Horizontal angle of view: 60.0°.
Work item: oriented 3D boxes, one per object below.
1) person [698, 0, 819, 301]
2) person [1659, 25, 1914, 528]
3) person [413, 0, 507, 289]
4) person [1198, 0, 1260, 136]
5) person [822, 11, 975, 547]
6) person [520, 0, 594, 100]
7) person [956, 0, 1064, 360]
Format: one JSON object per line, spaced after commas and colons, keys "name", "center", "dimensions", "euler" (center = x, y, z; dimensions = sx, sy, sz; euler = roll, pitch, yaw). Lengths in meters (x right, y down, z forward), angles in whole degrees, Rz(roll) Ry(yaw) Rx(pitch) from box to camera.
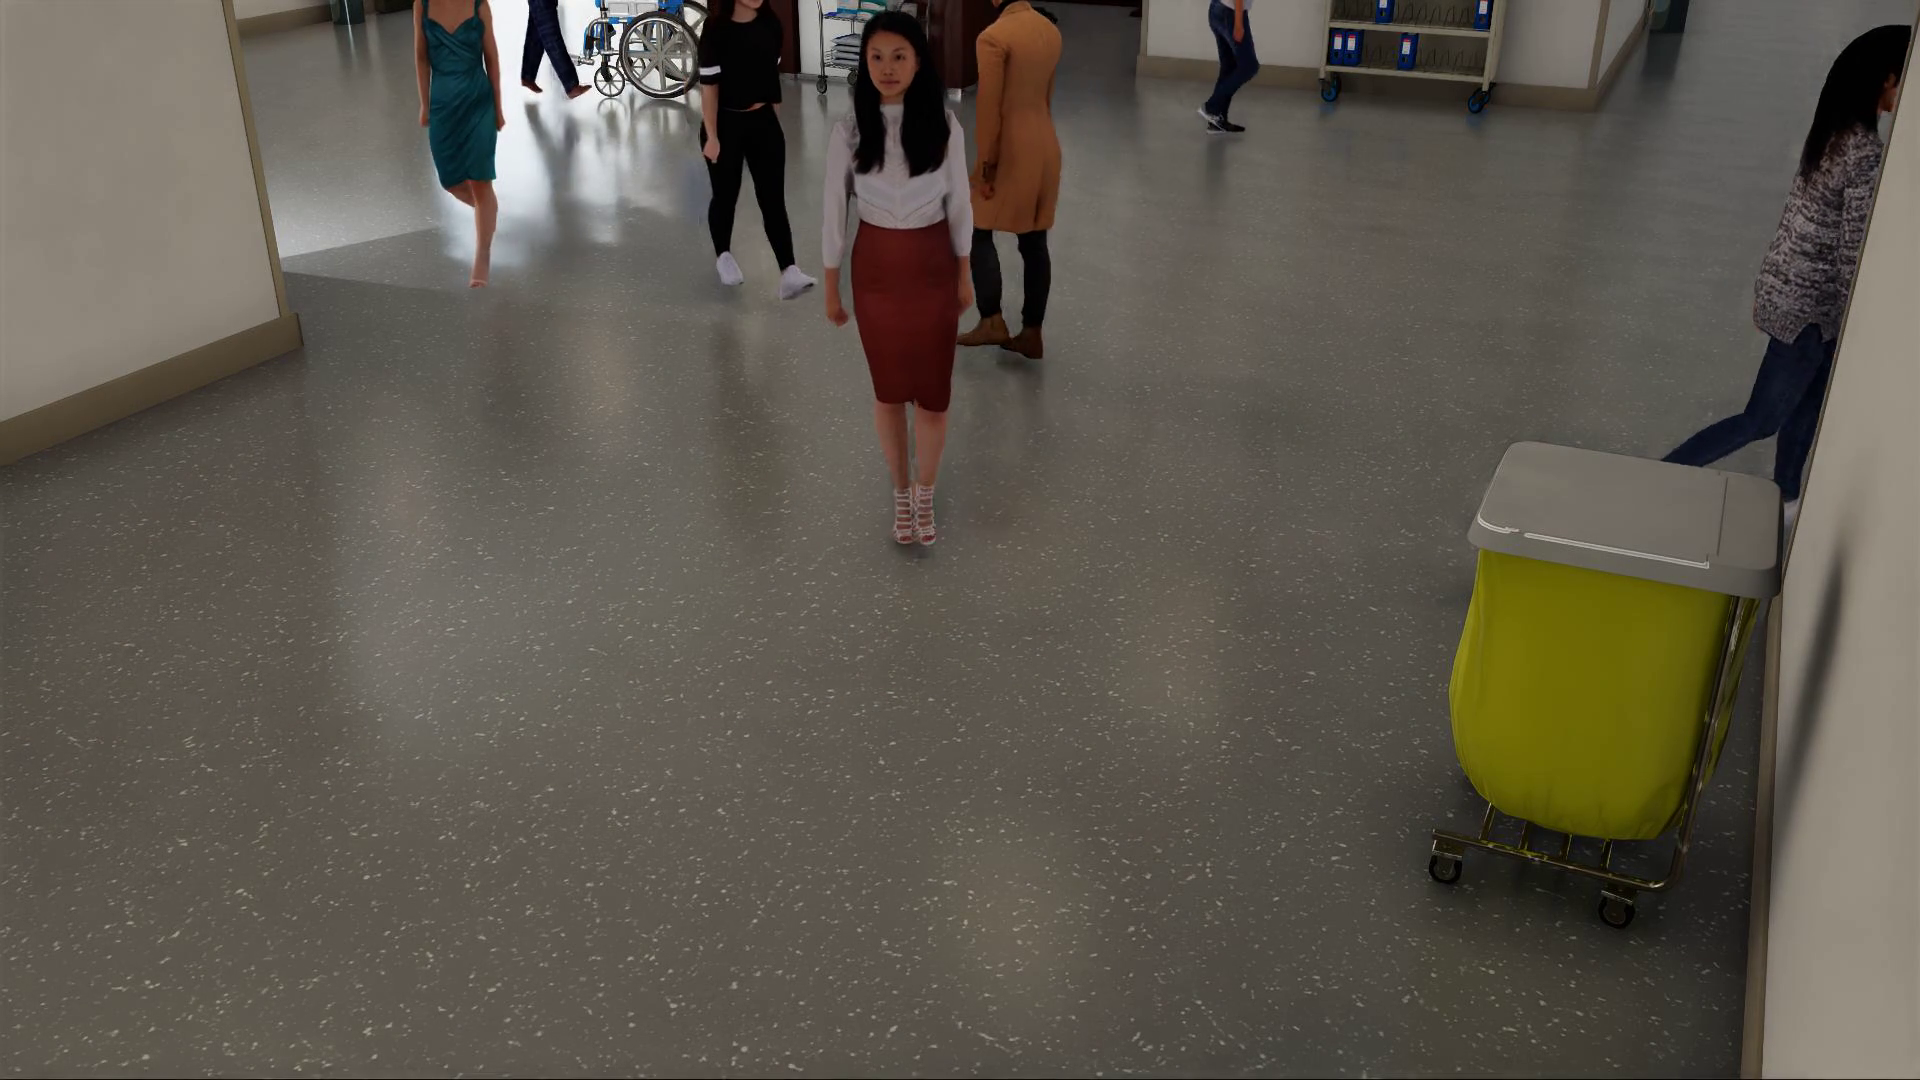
{"name": "person", "center": [-1.053, -1.936, 7.880], "dimensions": [0.934, 1.586, 1.136], "euler": [-18, 31, -32]}
{"name": "person", "center": [2.574, -0.725, 5.245], "dimensions": [1.116, 1.692, 0.787], "euler": [3, 26, 6]}
{"name": "person", "center": [-2.402, -2.093, 8.105], "dimensions": [0.842, 1.673, 0.808], "euler": [0, 26, 1]}
{"name": "person", "center": [1.761, -3.508, 11.176], "dimensions": [0.731, 1.554, 0.677], "euler": [-2, 26, -4]}
{"name": "person", "center": [-0.177, -0.805, 5.360], "dimensions": [0.671, 1.737, 0.781], "euler": [1, 26, 2]}
{"name": "person", "center": [-3.143, -4.155, 12.277], "dimensions": [1.251, 1.764, 0.938], "euler": [22, 34, 38]}
{"name": "person", "center": [0.301, -1.586, 6.964], "dimensions": [0.794, 1.709, 0.829], "euler": [-23, 34, -39]}
